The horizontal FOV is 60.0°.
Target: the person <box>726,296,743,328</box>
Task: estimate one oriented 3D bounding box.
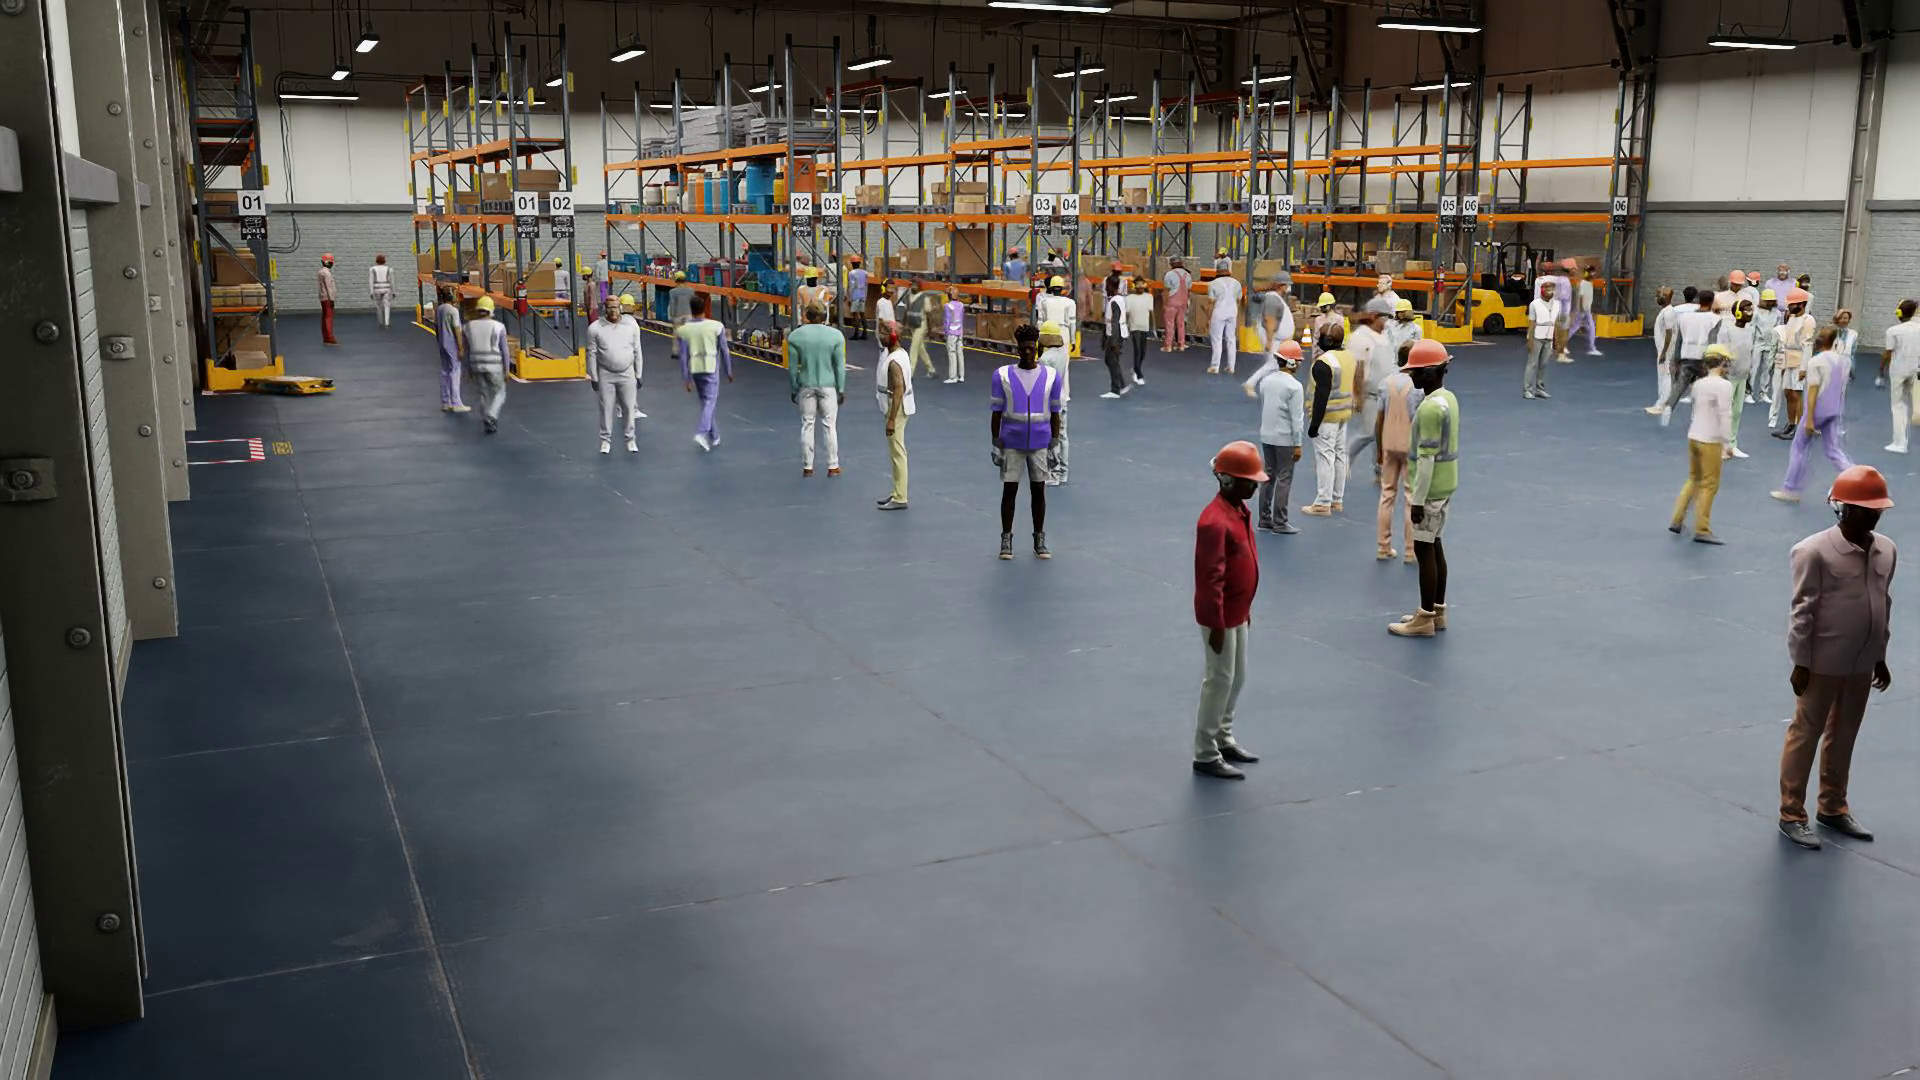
[{"bbox_3d":[-5.647,-6.063,41.444,0.515,1.610,0.764,-7,13,-31],"label":"person"}]

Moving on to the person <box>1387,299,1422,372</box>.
[{"bbox_3d":[5.847,-2.312,22.041,0.492,1.743,0.295,9,14,38],"label":"person"}]

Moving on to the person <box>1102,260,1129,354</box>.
[{"bbox_3d":[3.162,-4.763,34.060,0.553,1.923,0.580,-3,12,-17],"label":"person"}]

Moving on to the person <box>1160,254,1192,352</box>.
[{"bbox_3d":[4.477,-4.954,34.709,0.686,2.000,0.535,-7,13,-33],"label":"person"}]

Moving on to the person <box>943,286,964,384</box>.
[{"bbox_3d":[-0.111,-3.472,28.199,0.311,1.638,0.523,8,13,34],"label":"person"}]

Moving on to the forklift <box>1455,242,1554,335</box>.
[{"bbox_3d":[13.047,-6.049,39.881,2.313,2.155,1.214,-5,12,-23],"label":"forklift"}]

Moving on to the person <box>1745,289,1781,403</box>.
[{"bbox_3d":[12.217,-2.940,25.258,0.496,1.735,0.327,-1,11,-5],"label":"person"}]

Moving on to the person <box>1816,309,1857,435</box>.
[{"bbox_3d":[11.407,-2.188,21.666,0.513,1.642,0.313,-1,11,-5],"label":"person"}]

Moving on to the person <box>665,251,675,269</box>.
[{"bbox_3d":[-8.423,-7.463,48.159,0.525,1.769,0.313,8,14,36],"label":"person"}]

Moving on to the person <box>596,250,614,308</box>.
[{"bbox_3d":[-10.752,-7.882,50.326,0.563,1.748,0.340,-7,13,-31],"label":"person"}]

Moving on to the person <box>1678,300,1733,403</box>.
[{"bbox_3d":[11.407,-2.845,25.179,0.822,1.580,0.513,5,12,22],"label":"person"}]

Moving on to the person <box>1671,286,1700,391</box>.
[{"bbox_3d":[11.777,-3.256,26.957,0.532,1.697,0.319,1,11,7],"label":"person"}]

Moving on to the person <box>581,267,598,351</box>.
[{"bbox_3d":[-7.736,-4.819,34.748,0.334,1.761,0.519,-5,12,-22],"label":"person"}]

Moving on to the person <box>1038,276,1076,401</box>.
[{"bbox_3d":[1.482,-3.085,25.529,0.586,1.918,0.395,2,11,10],"label":"person"}]

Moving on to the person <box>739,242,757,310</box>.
[{"bbox_3d":[-6.295,-7.847,49.451,0.611,2.031,0.411,3,12,16],"label":"person"}]

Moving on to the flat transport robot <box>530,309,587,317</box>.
[{"bbox_3d":[-11.184,-6.354,46.333,1.431,0.197,0.652,-9,14,-39],"label":"flat transport robot"}]

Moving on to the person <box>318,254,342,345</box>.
[{"bbox_3d":[-13.835,-5.267,36.440,0.394,1.985,0.608,-8,14,-35],"label":"person"}]

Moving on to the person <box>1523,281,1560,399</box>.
[{"bbox_3d":[9.016,-3.093,25.804,0.575,1.831,0.408,-6,13,-28],"label":"person"}]

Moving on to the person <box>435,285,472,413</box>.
[{"bbox_3d":[-7.376,-2.770,24.105,0.520,1.844,0.330,9,14,39],"label":"person"}]

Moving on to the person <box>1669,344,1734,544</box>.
[{"bbox_3d":[6.545,-0.842,14.625,0.399,1.729,0.594,-1,11,-5],"label":"person"}]

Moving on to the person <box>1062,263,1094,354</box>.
[{"bbox_3d":[2.428,-4.723,33.995,0.670,1.852,0.985,-5,12,-22],"label":"person"}]

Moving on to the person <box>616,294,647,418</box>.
[{"bbox_3d":[-4.685,-2.592,23.471,0.485,1.741,0.302,8,14,35],"label":"person"}]

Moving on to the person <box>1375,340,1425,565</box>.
[{"bbox_3d":[3.662,-0.712,13.672,0.561,1.837,0.347,9,14,39],"label":"person"}]

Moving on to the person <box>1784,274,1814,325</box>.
[{"bbox_3d":[14.005,-3.506,27.796,0.535,1.864,0.309,-2,11,-10],"label":"person"}]

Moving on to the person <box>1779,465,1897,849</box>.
[{"bbox_3d":[4.025,0.526,7.589,0.560,1.752,0.326,-4,12,-19],"label":"person"}]

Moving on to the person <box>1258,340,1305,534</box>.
[{"bbox_3d":[2.920,-0.924,14.995,0.346,1.744,0.558,-6,12,-26],"label":"person"}]

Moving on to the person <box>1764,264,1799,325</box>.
[{"bbox_3d":[15.955,-4.421,32.380,0.643,1.898,0.398,6,13,28],"label":"person"}]

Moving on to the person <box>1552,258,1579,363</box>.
[{"bbox_3d":[11.512,-4.403,31.948,0.608,2.024,0.621,1,11,7],"label":"person"}]

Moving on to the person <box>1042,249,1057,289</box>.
[{"bbox_3d":[2.487,-7.229,46.679,0.683,1.889,0.645,-10,15,-41],"label":"person"}]

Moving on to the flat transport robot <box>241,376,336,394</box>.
[{"bbox_3d":[-10.817,-2.506,26.778,1.431,0.197,0.652,6,13,27],"label":"flat transport robot"}]

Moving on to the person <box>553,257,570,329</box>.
[{"bbox_3d":[-9.988,-6.148,41.468,0.525,1.772,0.299,-5,12,-24],"label":"person"}]

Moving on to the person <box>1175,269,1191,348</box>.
[{"bbox_3d":[4.751,-4.935,35.513,0.319,1.689,0.539,-2,11,-11],"label":"person"}]

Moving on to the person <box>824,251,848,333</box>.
[{"bbox_3d":[-2.970,-5.909,39.669,0.680,1.997,0.714,3,12,16],"label":"person"}]

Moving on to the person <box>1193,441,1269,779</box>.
[{"bbox_3d":[1.385,0.355,8.505,0.354,1.737,0.573,5,12,23],"label":"person"}]

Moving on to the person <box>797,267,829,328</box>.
[{"bbox_3d":[-2.626,-3.913,29.721,0.588,1.923,0.383,1,11,7],"label":"person"}]

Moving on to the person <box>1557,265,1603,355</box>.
[{"bbox_3d":[12.706,-4.704,34.000,0.515,1.832,0.942,-9,15,-40],"label":"person"}]
